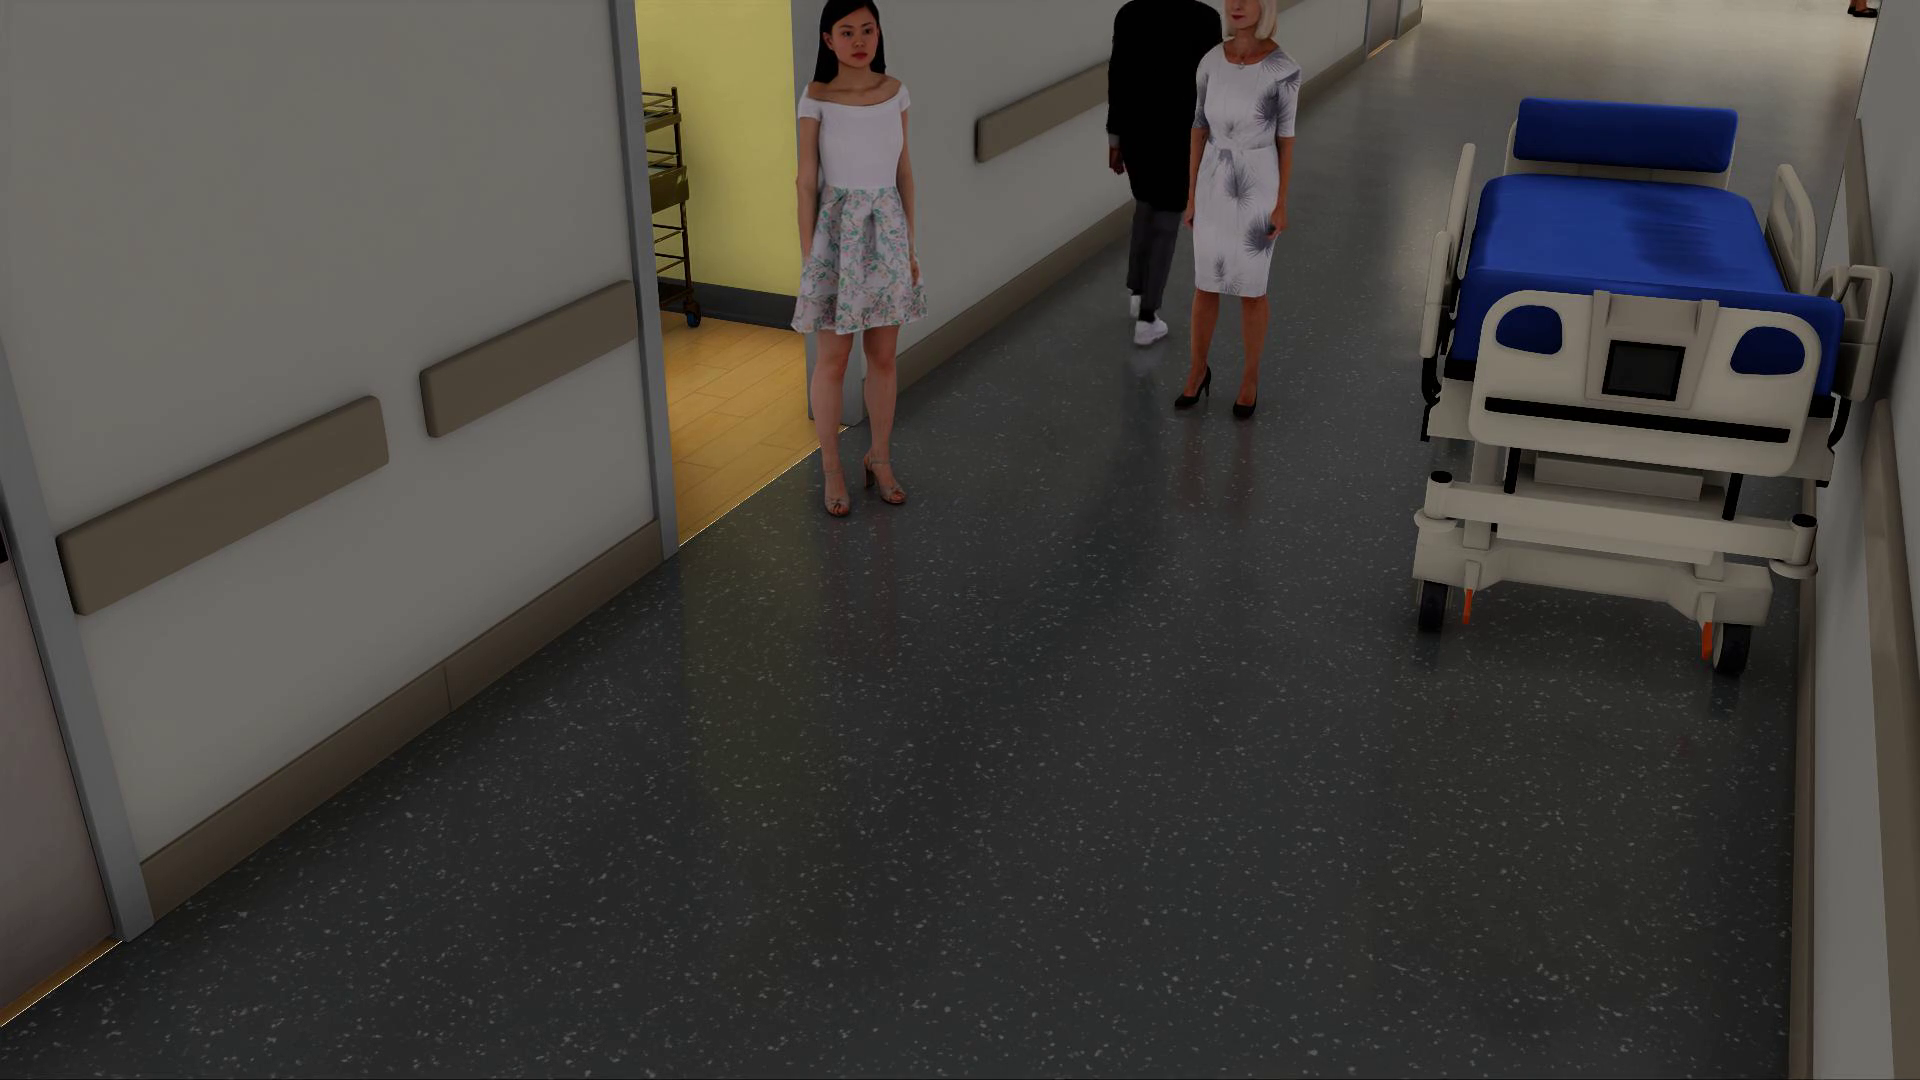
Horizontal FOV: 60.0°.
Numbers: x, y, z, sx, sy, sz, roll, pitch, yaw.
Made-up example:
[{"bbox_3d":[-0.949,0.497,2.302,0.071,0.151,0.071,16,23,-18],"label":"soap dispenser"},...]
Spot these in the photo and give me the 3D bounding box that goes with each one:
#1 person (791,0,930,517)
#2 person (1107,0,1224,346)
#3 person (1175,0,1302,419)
[{"bbox_3d":[-0.346,-0.944,5.650,0.775,1.775,0.824,-12,28,-23],"label":"person"},{"bbox_3d":[0.845,-1.709,7.270,0.714,1.744,0.721,14,29,27],"label":"person"},{"bbox_3d":[1.084,-1.340,6.498,0.435,1.750,0.625,12,28,24],"label":"person"}]
